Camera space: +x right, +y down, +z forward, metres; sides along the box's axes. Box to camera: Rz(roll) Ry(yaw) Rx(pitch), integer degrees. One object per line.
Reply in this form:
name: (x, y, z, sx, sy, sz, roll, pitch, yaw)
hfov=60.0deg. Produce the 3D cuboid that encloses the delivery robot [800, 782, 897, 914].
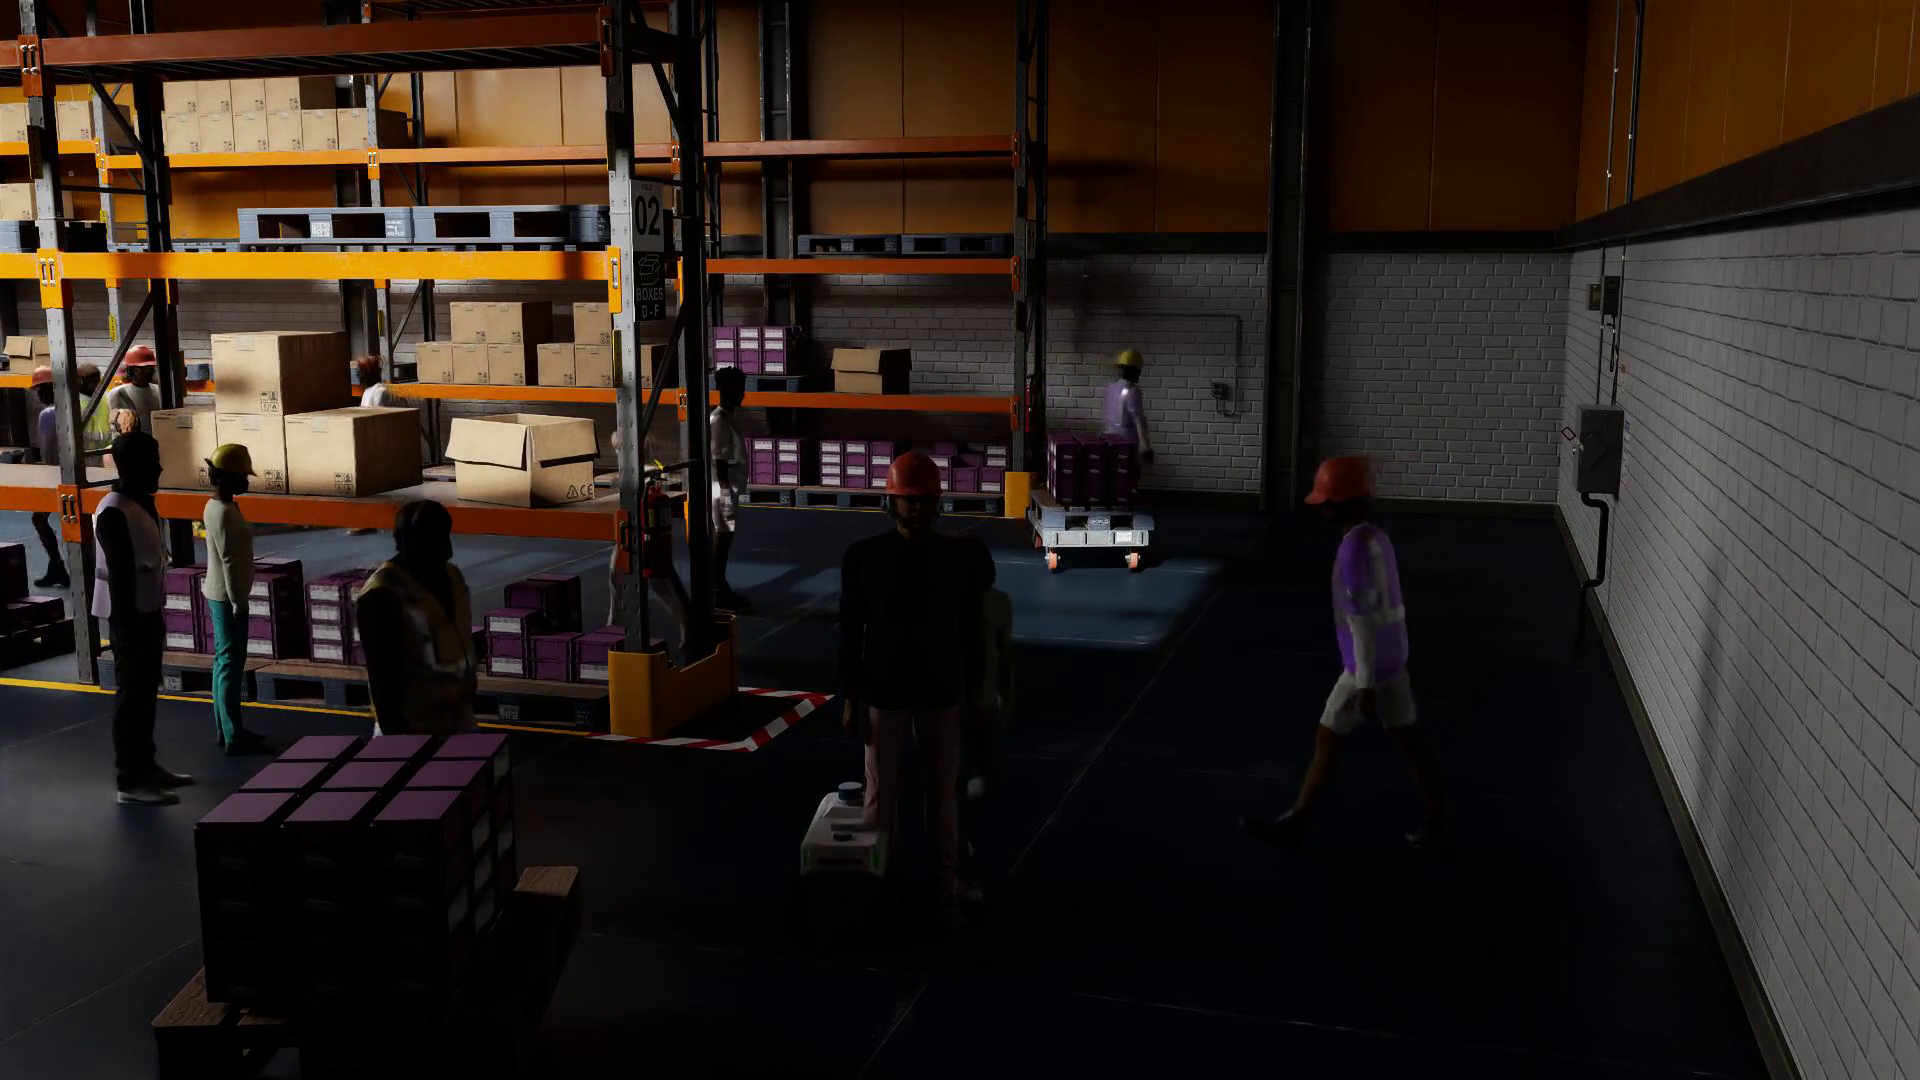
delivery robot: (-0.463, 1.270, 7.053, 0.477, 0.478, 0.707, 1, 9, 3)

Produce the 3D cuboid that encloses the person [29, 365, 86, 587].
person: (-7.760, -0.540, 14.256, 0.623, 1.905, 0.548, 1, 9, 4)

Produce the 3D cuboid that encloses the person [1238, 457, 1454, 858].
person: (1.839, 0.552, 7.707, 1.009, 1.858, 0.646, 5, 10, 26)

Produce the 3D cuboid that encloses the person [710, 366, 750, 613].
person: (-1.854, -0.408, 13.278, 0.362, 1.962, 0.614, -1, 9, -5)

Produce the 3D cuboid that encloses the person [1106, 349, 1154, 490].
person: (1.754, -0.995, 17.024, 0.466, 1.912, 0.602, -3, 10, -17)

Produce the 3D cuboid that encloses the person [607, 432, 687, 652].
person: (-2.248, 0.010, 11.820, 0.786, 1.608, 0.522, 5, 11, 29)

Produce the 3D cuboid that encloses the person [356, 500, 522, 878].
person: (-2.257, 0.716, 6.970, 0.980, 1.794, 0.652, 3, 10, 18)

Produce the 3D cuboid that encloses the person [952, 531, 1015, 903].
person: (0.008, 0.745, 7.299, 0.507, 1.615, 0.455, -5, 10, -27)

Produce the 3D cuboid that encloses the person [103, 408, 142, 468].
person: (-6.529, -0.226, 13.158, 0.314, 1.641, 0.515, 3, 10, 19)

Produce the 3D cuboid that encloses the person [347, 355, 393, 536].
person: (-5.880, -0.971, 17.045, 0.770, 1.863, 0.576, -7, 12, -36)

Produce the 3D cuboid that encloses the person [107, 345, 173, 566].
person: (-7.372, -0.745, 15.092, 0.377, 2.045, 0.605, 5, 10, 26)

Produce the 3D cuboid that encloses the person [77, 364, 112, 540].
person: (-8.515, -0.832, 16.406, 0.976, 1.792, 0.638, 8, 12, 41)

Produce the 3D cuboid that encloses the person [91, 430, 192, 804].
person: (-4.243, 0.392, 8.554, 0.373, 1.914, 0.597, -2, 10, -13)

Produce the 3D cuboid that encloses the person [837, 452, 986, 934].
person: (-0.197, 0.630, 6.855, 0.619, 1.997, 0.373, -1, 9, -5)

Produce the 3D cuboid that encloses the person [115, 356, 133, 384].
person: (-8.074, -0.899, 16.569, 0.980, 1.864, 0.611, 3, 10, 19)

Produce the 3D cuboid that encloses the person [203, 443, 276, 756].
person: (-4.093, 0.333, 9.394, 0.323, 1.761, 0.523, -5, 11, -29)

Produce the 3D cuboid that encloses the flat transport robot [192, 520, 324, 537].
flat transport robot: (-7.243, -0.227, 17.327, 1.431, 0.197, 0.652, -8, 12, -39)
